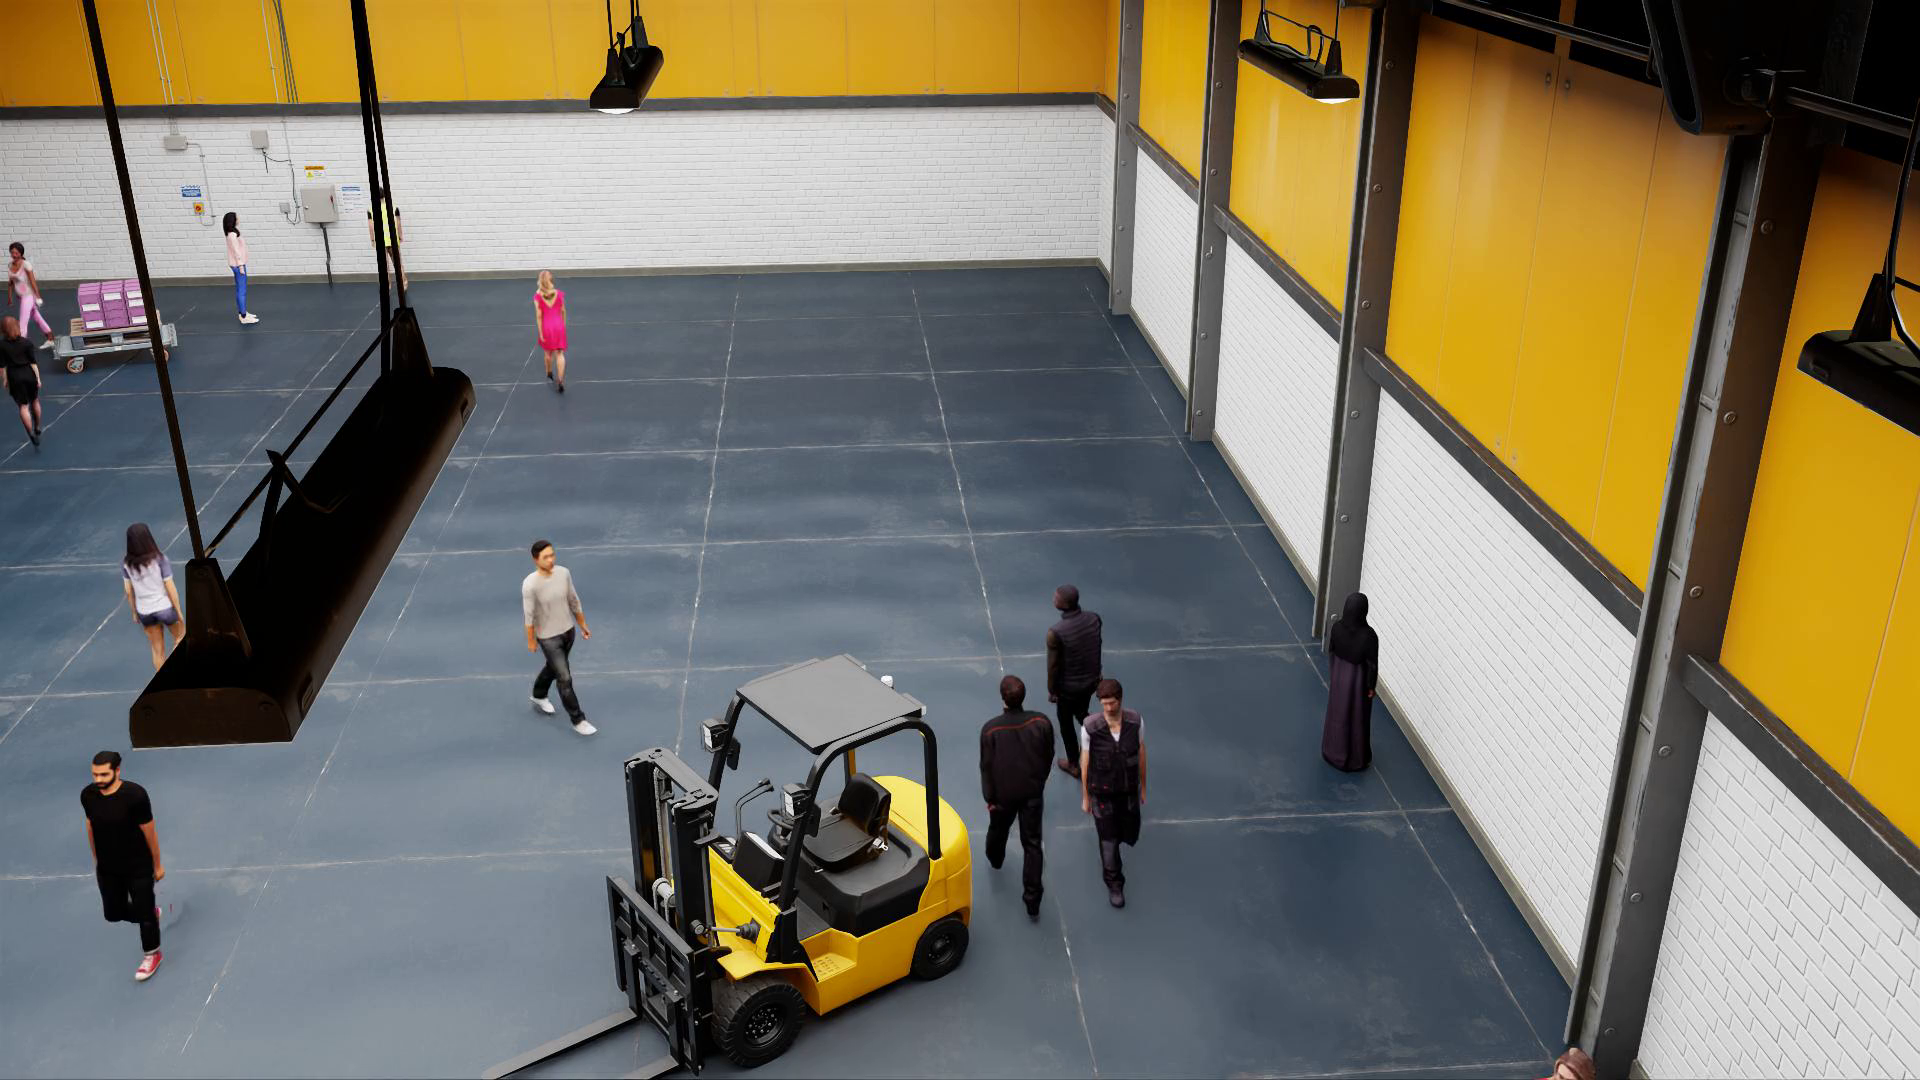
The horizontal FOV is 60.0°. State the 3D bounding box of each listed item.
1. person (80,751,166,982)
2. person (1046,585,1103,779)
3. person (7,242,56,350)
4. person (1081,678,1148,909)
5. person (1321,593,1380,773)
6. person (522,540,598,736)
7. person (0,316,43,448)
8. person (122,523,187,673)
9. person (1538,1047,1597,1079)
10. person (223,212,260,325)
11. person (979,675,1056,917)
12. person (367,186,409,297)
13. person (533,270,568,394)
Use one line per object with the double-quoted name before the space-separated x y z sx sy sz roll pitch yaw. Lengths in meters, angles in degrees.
"person" -5.751 2.189 11.560 0.690 1.747 0.791 1 24 2
"person" 0.997 1.226 13.686 0.944 1.808 1.046 -12 26 -26
"person" -13.874 -3.602 24.876 1.024 1.692 1.222 13 27 27
"person" 1.105 1.811 12.333 0.731 1.820 0.931 -5 24 -12
"person" 3.304 1.174 14.047 0.705 1.614 0.767 20 30 37
"person" -3.634 0.805 14.686 1.180 1.778 1.161 17 29 34
"person" -11.943 -1.981 21.192 0.883 1.671 1.155 -13 27 -26
"person" -7.279 0.682 15.034 0.605 1.726 0.590 -3 24 -7
"person" 3.258 3.362 8.955 0.983 1.683 1.046 17 29 34
"person" -11.502 -4.353 26.498 0.784 1.768 0.631 -12 26 -26
"person" 0.446 1.894 12.179 0.747 1.790 1.154 -3 24 -6
"person" -9.626 -5.022 27.931 0.831 1.846 0.868 -14 27 -29
"person" -5.673 -2.889 23.244 0.735 1.693 1.069 -8 25 -17
